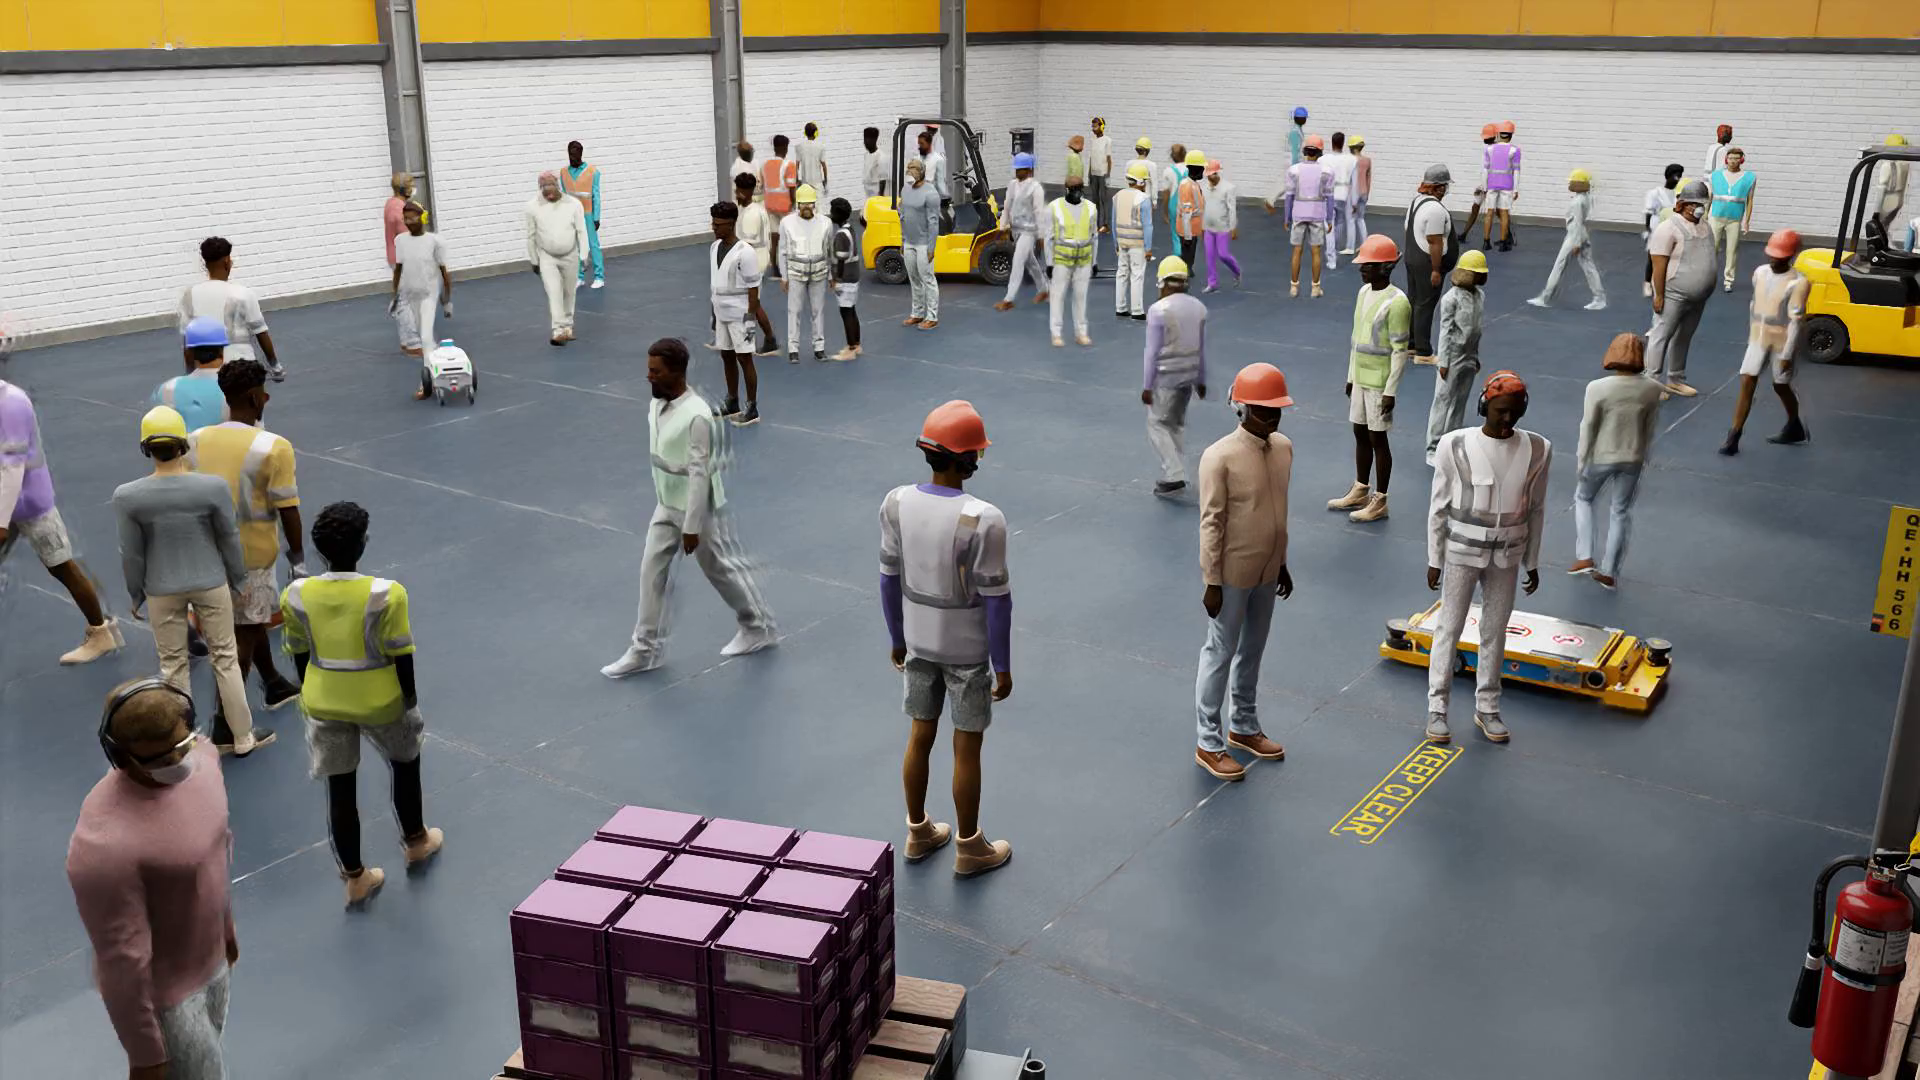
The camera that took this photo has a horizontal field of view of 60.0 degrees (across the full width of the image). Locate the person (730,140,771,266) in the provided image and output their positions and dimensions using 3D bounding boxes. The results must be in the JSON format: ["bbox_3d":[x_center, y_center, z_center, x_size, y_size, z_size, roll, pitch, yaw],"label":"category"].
[{"bbox_3d":[-2.922,-4.714,23.421,0.678,1.793,0.702,11,21,30],"label":"person"}]

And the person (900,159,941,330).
[{"bbox_3d":[-0.464,-3.367,18.975,0.373,1.932,0.627,-14,22,-37],"label":"person"}]

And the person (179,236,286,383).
[{"bbox_3d":[-5.468,-1.335,12.616,0.615,1.919,0.977,4,18,13],"label":"person"}]

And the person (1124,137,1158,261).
[{"bbox_3d":[2.641,-4.951,24.189,0.533,1.766,0.317,12,21,33],"label":"person"}]

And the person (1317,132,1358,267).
[{"bbox_3d":[5.330,-4.870,23.770,0.613,1.862,0.996,0,18,1],"label":"person"}]

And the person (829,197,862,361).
[{"bbox_3d":[-1.199,-2.714,17.317,0.319,1.691,0.539,1,18,3],"label":"person"}]

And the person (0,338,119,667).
[{"bbox_3d":[-5.169,-0.177,8.914,0.616,1.977,1.074,13,22,35],"label":"person"}]

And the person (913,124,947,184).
[{"bbox_3d":[-0.483,-5.970,27.136,0.547,1.910,0.480,-14,23,-38],"label":"person"}]

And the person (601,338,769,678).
[{"bbox_3d":[-1.499,-0.190,9.138,0.995,1.873,0.608,-13,22,-34],"label":"person"}]

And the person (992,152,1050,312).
[{"bbox_3d":[0.793,-3.770,20.298,1.013,1.900,0.620,-11,21,-32],"label":"person"}]

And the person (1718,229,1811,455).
[{"bbox_3d":[6.703,-1.644,13.698,0.965,1.870,0.594,-9,20,-27],"label":"person"}]

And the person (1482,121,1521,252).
[{"bbox_3d":[8.177,-5.338,25.123,0.552,1.934,0.363,12,21,33],"label":"person"}]

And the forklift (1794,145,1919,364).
[{"bbox_3d":[9.803,-2.879,17.013,2.313,2.155,1.214,12,21,33],"label":"forklift"}]

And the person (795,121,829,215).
[{"bbox_3d":[-2.310,-5.568,25.952,0.532,1.868,0.311,2,18,7],"label":"person"}]

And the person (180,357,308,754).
[{"bbox_3d":[-3.592,0.064,8.308,0.625,1.906,0.856,6,19,18],"label":"person"}]

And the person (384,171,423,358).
[{"bbox_3d":[-5.816,-2.884,17.448,0.358,1.937,0.641,-10,20,-27],"label":"person"}]

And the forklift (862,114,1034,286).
[{"bbox_3d":[-0.171,-4.594,22.377,2.313,2.155,1.214,1,18,3],"label":"forklift"}]

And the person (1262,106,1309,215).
[{"bbox_3d":[5.863,-6.681,29.371,0.948,1.912,0.625,7,19,20],"label":"person"}]

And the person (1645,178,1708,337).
[{"bbox_3d":[7.953,-3.112,18.437,0.530,1.768,0.312,12,21,32],"label":"person"}]

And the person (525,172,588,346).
[{"bbox_3d":[-4.344,-3.036,18.040,0.631,1.856,0.917,-6,19,-17],"label":"person"}]

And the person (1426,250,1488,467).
[{"bbox_3d":[3.988,-1.434,13.226,0.492,1.740,0.325,-14,22,-36],"label":"person"}]

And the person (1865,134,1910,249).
[{"bbox_3d":[12.770,-4.589,22.822,0.599,1.910,0.527,-11,21,-31],"label":"person"}]

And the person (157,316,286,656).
[{"bbox_3d":[-4.201,-0.298,9.405,0.622,1.910,0.824,2,18,5],"label":"person"}]

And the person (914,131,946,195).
[{"bbox_3d":[-0.540,-4.807,23.552,0.873,1.886,0.596,-13,22,-35],"label":"person"}]

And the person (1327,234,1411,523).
[{"bbox_3d":[2.911,-1.140,11.817,0.376,2.042,0.615,-5,18,-15],"label":"person"}]

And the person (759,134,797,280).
[{"bbox_3d":[-2.381,-4.502,22.531,0.661,1.923,0.723,10,20,29],"label":"person"}]

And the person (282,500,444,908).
[{"bbox_3d":[-2.437,0.630,6.861,0.552,1.671,0.683,1,18,2],"label":"person"}]

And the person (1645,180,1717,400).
[{"bbox_3d":[6.781,-2.332,15.550,0.688,2.000,0.539,-9,20,-27],"label":"person"}]

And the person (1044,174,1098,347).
[{"bbox_3d":[1.208,-3.029,18.055,0.626,1.843,0.429,-5,18,-16],"label":"person"}]

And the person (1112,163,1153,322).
[{"bbox_3d":[2.041,-3.478,19.475,0.403,1.827,0.600,-13,22,-36],"label":"person"}]

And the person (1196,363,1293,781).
[{"bbox_3d":[1.364,0.140,7.895,0.608,1.995,0.377,-16,24,-40],"label":"person"}]

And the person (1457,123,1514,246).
[{"bbox_3d":[8.169,-5.479,25.693,0.990,1.872,0.545,1,18,2],"label":"person"}]

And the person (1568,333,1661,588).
[{"bbox_3d":[4.123,-0.498,10.502,0.497,1.615,0.390,0,18,1],"label":"person"}]

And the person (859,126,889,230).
[{"bbox_3d":[-1.216,-4.919,23.769,0.385,1.951,0.637,-9,20,-26],"label":"person"}]

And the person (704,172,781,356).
[{"bbox_3d":[-2.293,-2.878,17.460,0.783,1.915,0.620,-3,18,-10],"label":"person"}]

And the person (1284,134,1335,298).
[{"bbox_3d":[4.415,-4.092,21.052,0.615,2.040,0.391,5,18,15],"label":"person"}]

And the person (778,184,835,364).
[{"bbox_3d":[-1.574,-2.745,17.175,0.591,1.834,0.404,-5,18,-15],"label":"person"}]

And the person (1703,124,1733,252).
[{"bbox_3d":[11.403,-5.311,25.130,0.337,1.876,0.585,1,18,2],"label":"person"}]

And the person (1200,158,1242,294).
[{"bbox_3d":[3.350,-4.042,21.417,0.606,1.717,0.604,-15,23,-39],"label":"person"}]

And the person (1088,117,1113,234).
[{"bbox_3d":[2.283,-5.951,27.159,0.310,1.866,0.556,-14,22,-37],"label":"person"}]

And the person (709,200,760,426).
[{"bbox_3d":[-1.998,-1.988,14.594,0.362,1.963,0.614,-16,24,-41],"label":"person"}]

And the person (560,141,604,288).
[{"bbox_3d":[-4.951,-4.265,21.823,0.585,1.909,0.390,6,19,19],"label":"person"}]

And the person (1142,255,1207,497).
[{"bbox_3d":[1.608,-1.221,12.483,0.594,1.793,0.530,-16,23,-40],"label":"person"}]

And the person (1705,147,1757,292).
[{"bbox_3d":[9.931,-4.145,21.536,0.570,1.845,0.380,10,20,28],"label":"person"}]

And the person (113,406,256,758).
[{"bbox_3d":[-3.716,0.227,7.996,0.533,1.765,0.330,-8,19,-24],"label":"person"}]

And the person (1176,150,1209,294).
[{"bbox_3d":[2.797,-3.736,20.123,0.366,1.926,0.594,4,18,13],"label":"person"}]

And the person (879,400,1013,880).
[{"bbox_3d":[-0.034,0.421,6.936,0.615,2.042,0.375,12,21,33],"label":"person"}]

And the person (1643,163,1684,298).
[{"bbox_3d":[8.946,-3.952,21.182,0.576,1.684,0.421,-1,18,-4],"label":"person"}]

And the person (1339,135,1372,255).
[{"bbox_3d":[5.887,-5.143,24.818,0.539,1.758,0.353,-11,21,-30],"label":"person"}]

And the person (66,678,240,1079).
[{"bbox_3d":[-2.249,1.234,4.644,0.523,1.896,0.666,-1,18,-2],"label":"person"}]

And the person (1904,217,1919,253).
[{"bbox_3d":[10.548,-2.957,18.150,0.313,1.642,0.513,-14,22,-36],"label":"person"}]

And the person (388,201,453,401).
[{"bbox_3d":[-5.120,-2.288,15.761,0.535,1.835,0.826,4,18,13],"label":"person"}]

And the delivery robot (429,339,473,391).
[{"bbox_3d":[-4.792,-1.637,15.616,0.477,0.478,0.707,-6,18,-20],"label":"delivery robot"}]

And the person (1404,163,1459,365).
[{"bbox_3d":[4.867,-2.854,17.183,0.536,2.000,0.681,-2,18,-5],"label":"person"}]

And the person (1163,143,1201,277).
[{"bbox_3d":[2.986,-4.432,22.464,0.518,1.827,0.397,0,18,1],"label":"person"}]

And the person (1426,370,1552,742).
[{"bbox_3d":[2.593,0.090,8.227,0.574,1.886,0.356,0,18,-1],"label":"person"}]

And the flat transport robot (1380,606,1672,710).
[{"bbox_3d":[3.139,0.600,9.239,1.431,0.197,0.652,11,21,31],"label":"flat transport robot"}]

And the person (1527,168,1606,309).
[{"bbox_3d":[7.510,-3.659,20.256,0.915,1.699,0.484,12,21,32],"label":"person"}]
